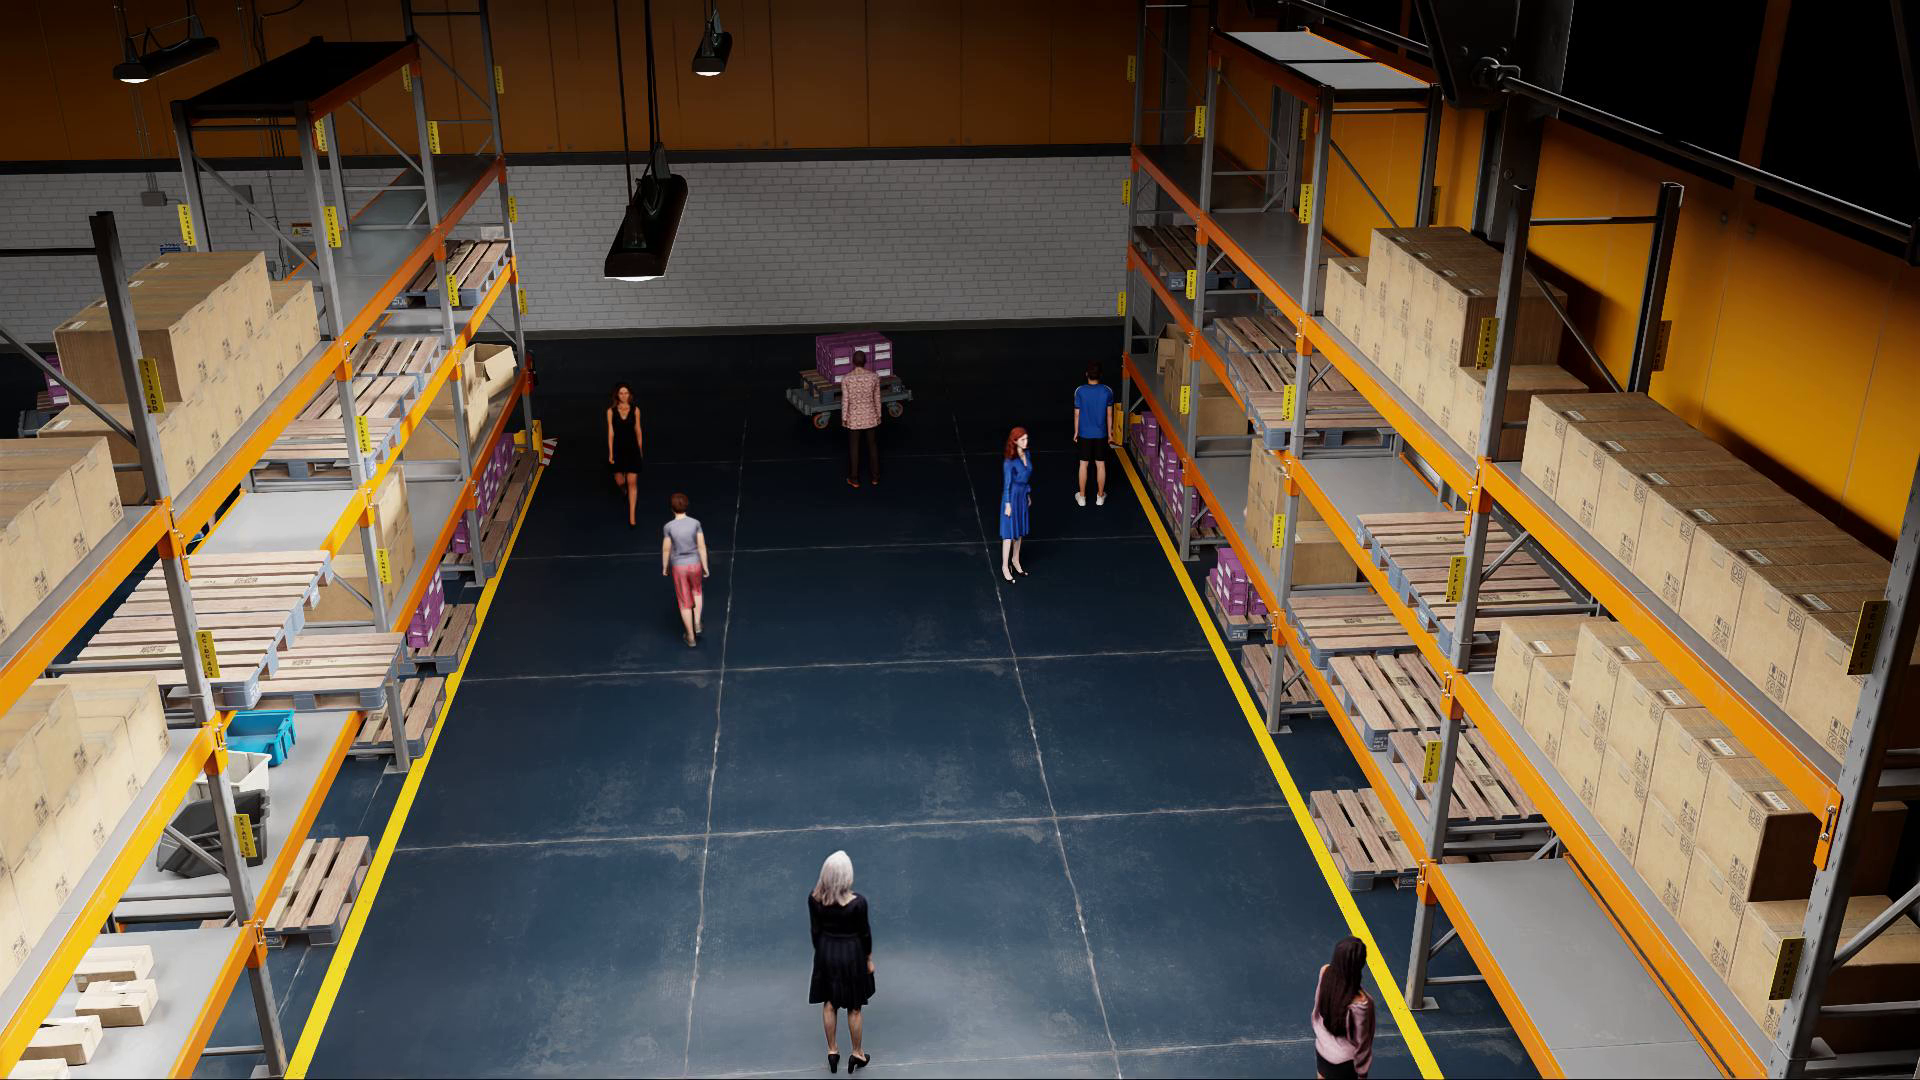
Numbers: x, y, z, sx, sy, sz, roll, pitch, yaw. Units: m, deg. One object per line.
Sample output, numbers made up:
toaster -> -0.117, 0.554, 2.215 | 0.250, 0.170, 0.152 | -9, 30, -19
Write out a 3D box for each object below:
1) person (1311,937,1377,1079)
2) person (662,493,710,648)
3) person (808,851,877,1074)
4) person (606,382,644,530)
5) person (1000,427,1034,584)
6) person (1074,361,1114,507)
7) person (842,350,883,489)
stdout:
person -> 2.358, 3.231, 10.357 | 0.757, 1.811, 0.609 | -12, 26, -26
person -> -2.819, 0.337, 17.195 | 0.703, 1.637, 0.801 | -8, 25, -17
person -> -0.802, 2.859, 11.289 | 0.672, 1.746, 0.661 | 5, 24, 11
person -> -4.055, -1.049, 20.135 | 0.686, 1.822, 0.901 | -6, 24, -14
person -> 0.637, -0.409, 18.667 | 0.776, 1.827, 0.710 | 17, 29, 34
person -> 1.655, -1.343, 20.752 | 0.649, 1.866, 0.575 | -1, 24, -1
person -> -1.256, -1.555, 21.310 | 0.720, 1.808, 0.653 | -7, 24, -15
